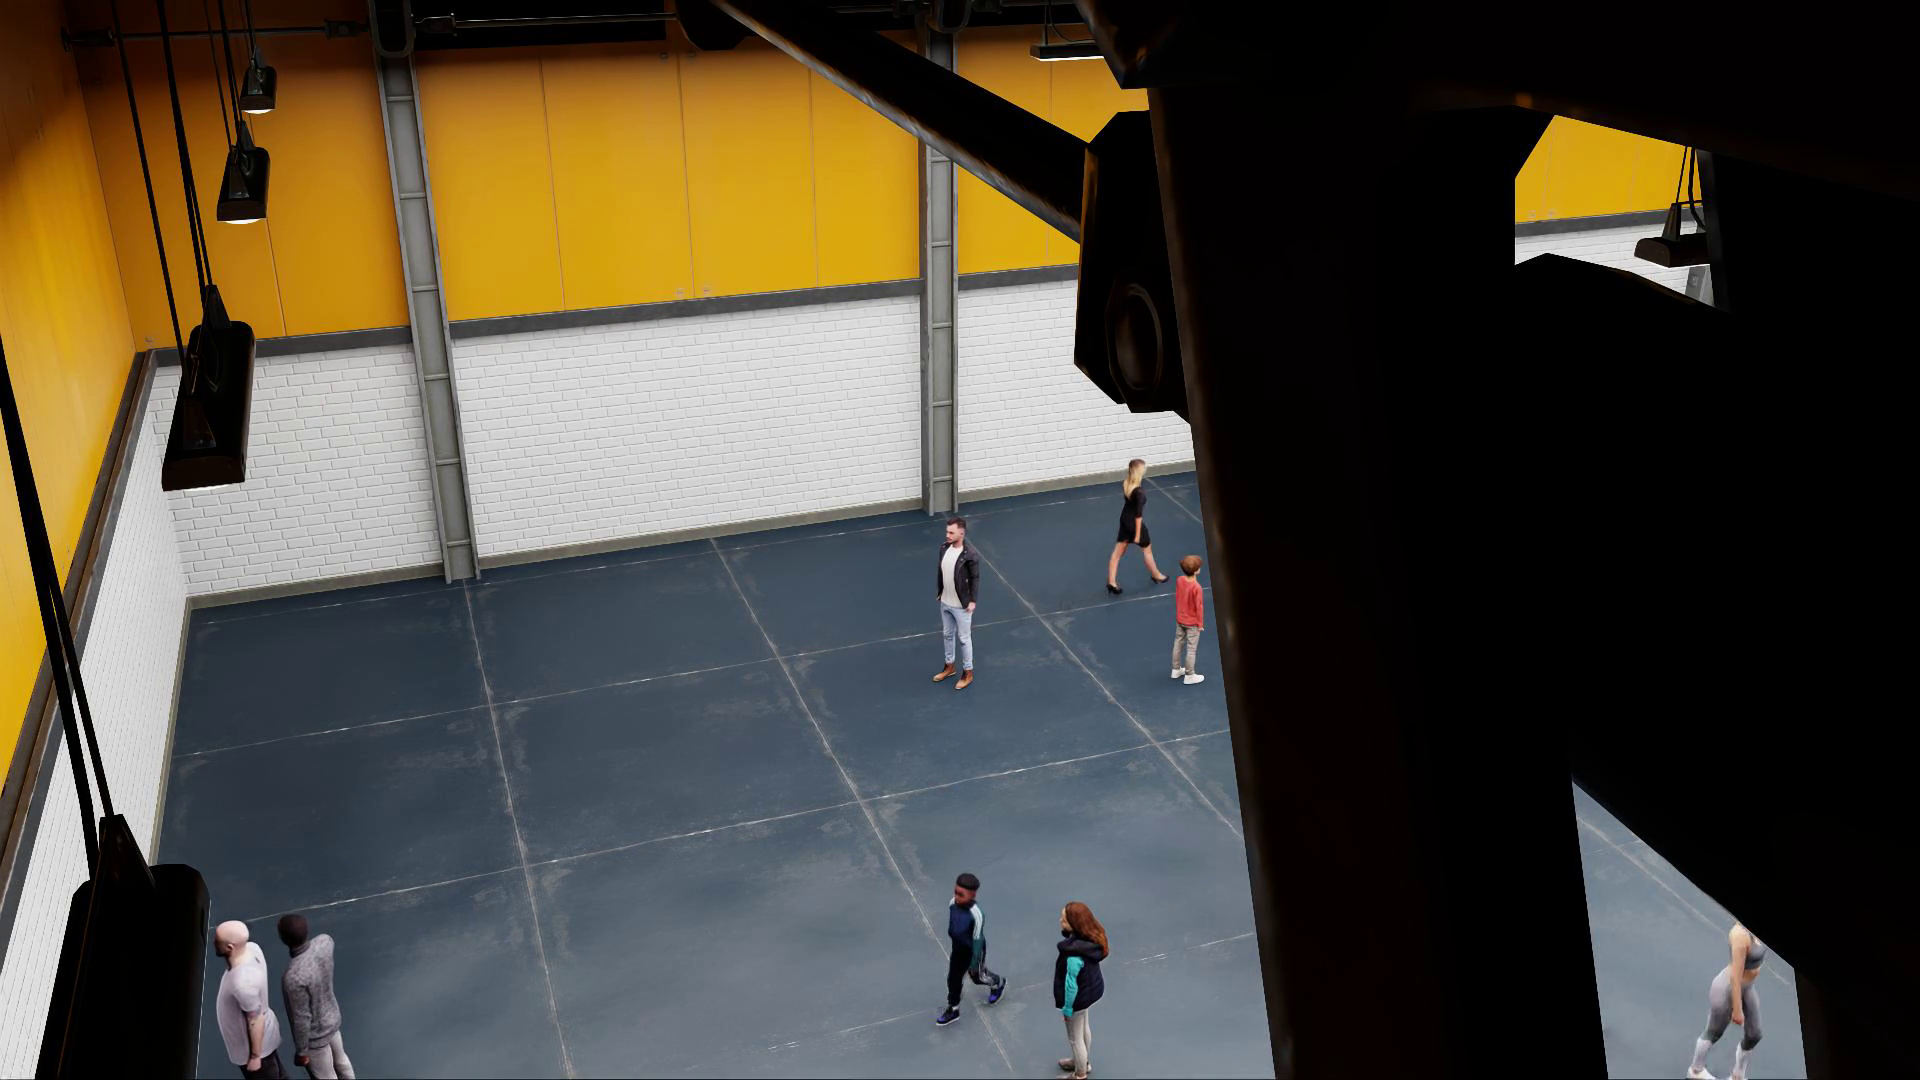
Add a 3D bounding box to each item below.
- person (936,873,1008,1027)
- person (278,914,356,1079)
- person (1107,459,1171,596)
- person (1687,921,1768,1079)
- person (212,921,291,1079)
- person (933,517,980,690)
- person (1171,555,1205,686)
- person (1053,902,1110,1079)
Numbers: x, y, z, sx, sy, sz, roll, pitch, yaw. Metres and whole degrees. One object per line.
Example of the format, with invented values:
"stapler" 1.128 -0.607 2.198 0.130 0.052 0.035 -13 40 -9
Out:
"person" 0.111 2.990 12.301 0.940 1.238 0.731 -22 32 -40
"person" -4.236 3.234 10.998 0.710 1.836 0.757 1 24 3
"person" 1.880 -0.115 18.909 1.037 1.636 0.629 -11 26 -23
"person" 5.271 3.088 11.508 0.814 1.694 0.795 21 32 40
"person" -4.633 3.266 10.923 0.556 1.837 0.658 -8 25 -18
"person" -0.032 0.615 16.988 0.736 1.836 0.728 18 29 35
"person" 2.343 0.803 17.082 0.570 1.416 0.573 -17 29 -33
"person" 0.827 3.152 11.605 0.722 1.500 0.673 7 24 15
